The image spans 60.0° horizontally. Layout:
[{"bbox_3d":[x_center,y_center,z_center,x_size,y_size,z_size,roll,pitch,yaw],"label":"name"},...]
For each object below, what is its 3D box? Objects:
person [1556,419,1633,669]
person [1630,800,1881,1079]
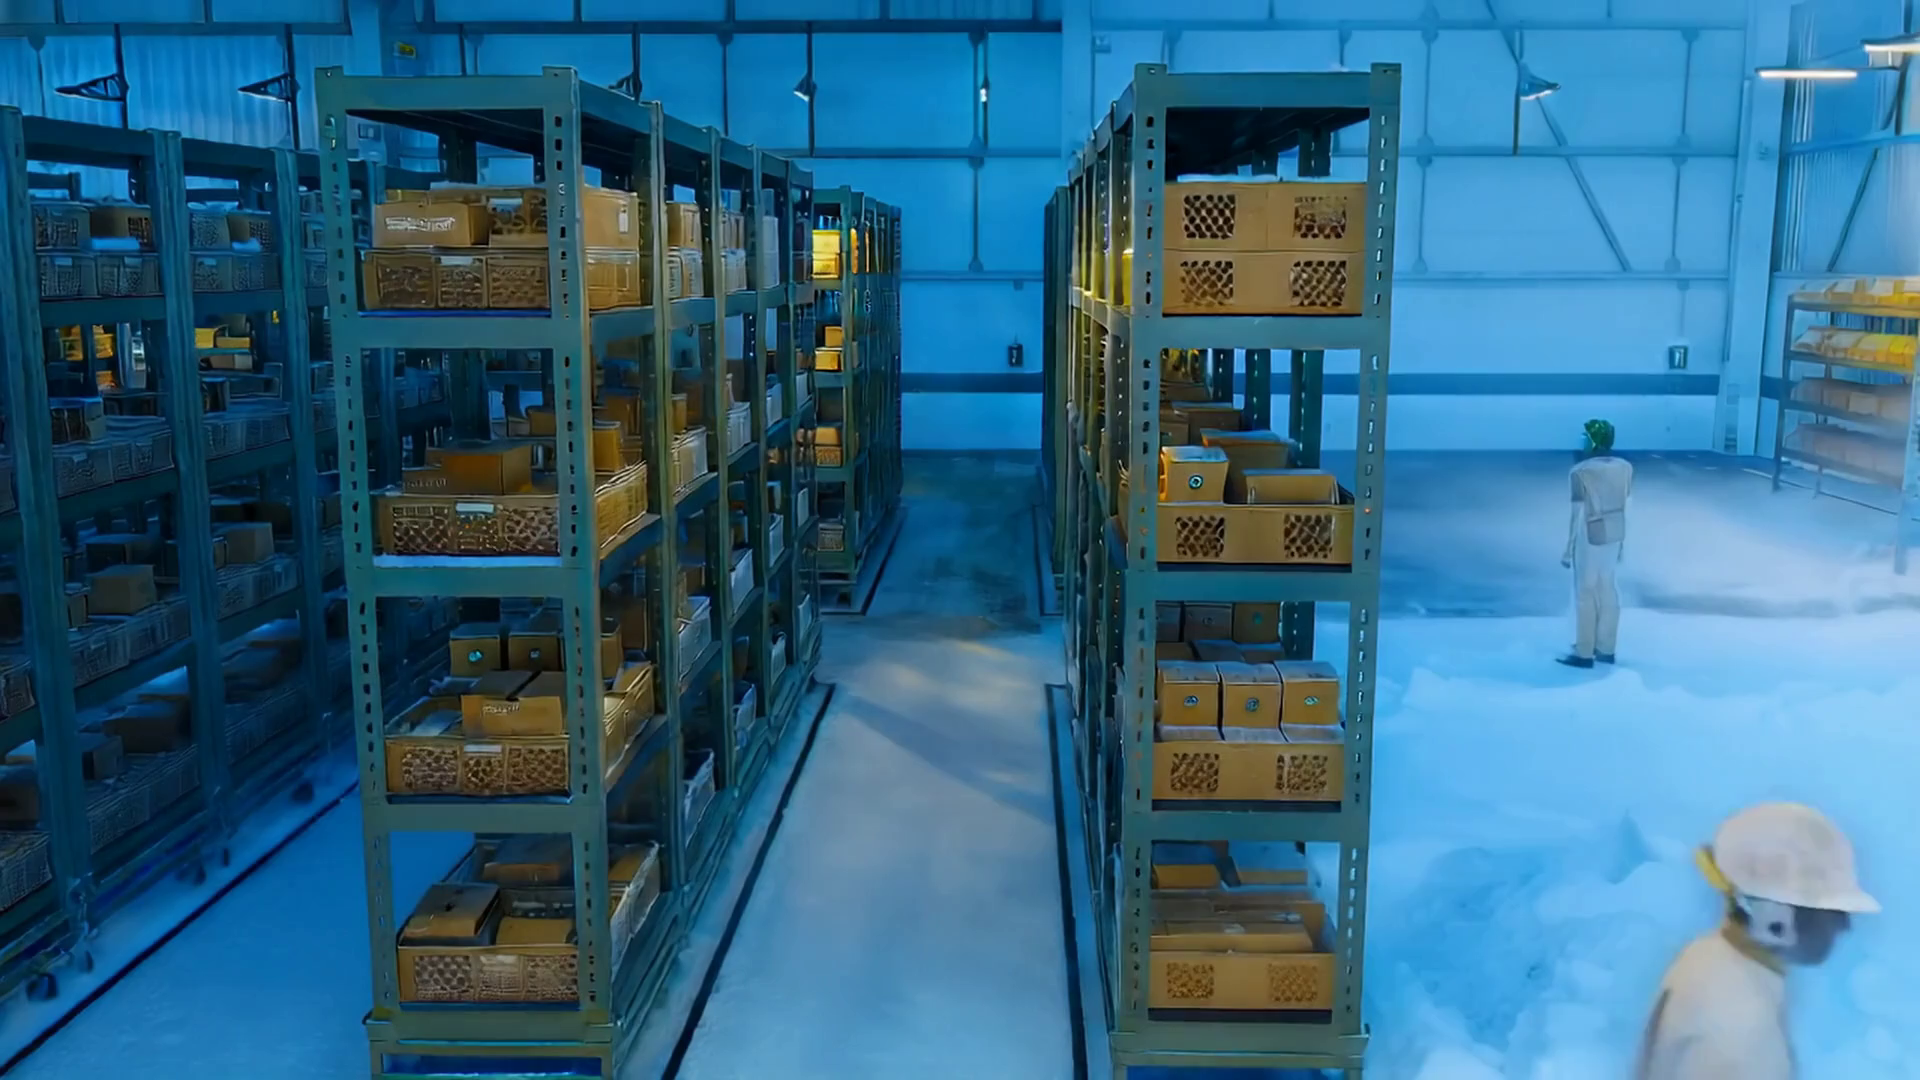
[{"bbox_3d":[4.698,0.031,12.267,0.570,1.843,0.373,-5,11,-26],"label":"person"},{"bbox_3d":[1.676,1.489,3.407,0.837,1.961,0.622,4,10,20],"label":"person"}]
